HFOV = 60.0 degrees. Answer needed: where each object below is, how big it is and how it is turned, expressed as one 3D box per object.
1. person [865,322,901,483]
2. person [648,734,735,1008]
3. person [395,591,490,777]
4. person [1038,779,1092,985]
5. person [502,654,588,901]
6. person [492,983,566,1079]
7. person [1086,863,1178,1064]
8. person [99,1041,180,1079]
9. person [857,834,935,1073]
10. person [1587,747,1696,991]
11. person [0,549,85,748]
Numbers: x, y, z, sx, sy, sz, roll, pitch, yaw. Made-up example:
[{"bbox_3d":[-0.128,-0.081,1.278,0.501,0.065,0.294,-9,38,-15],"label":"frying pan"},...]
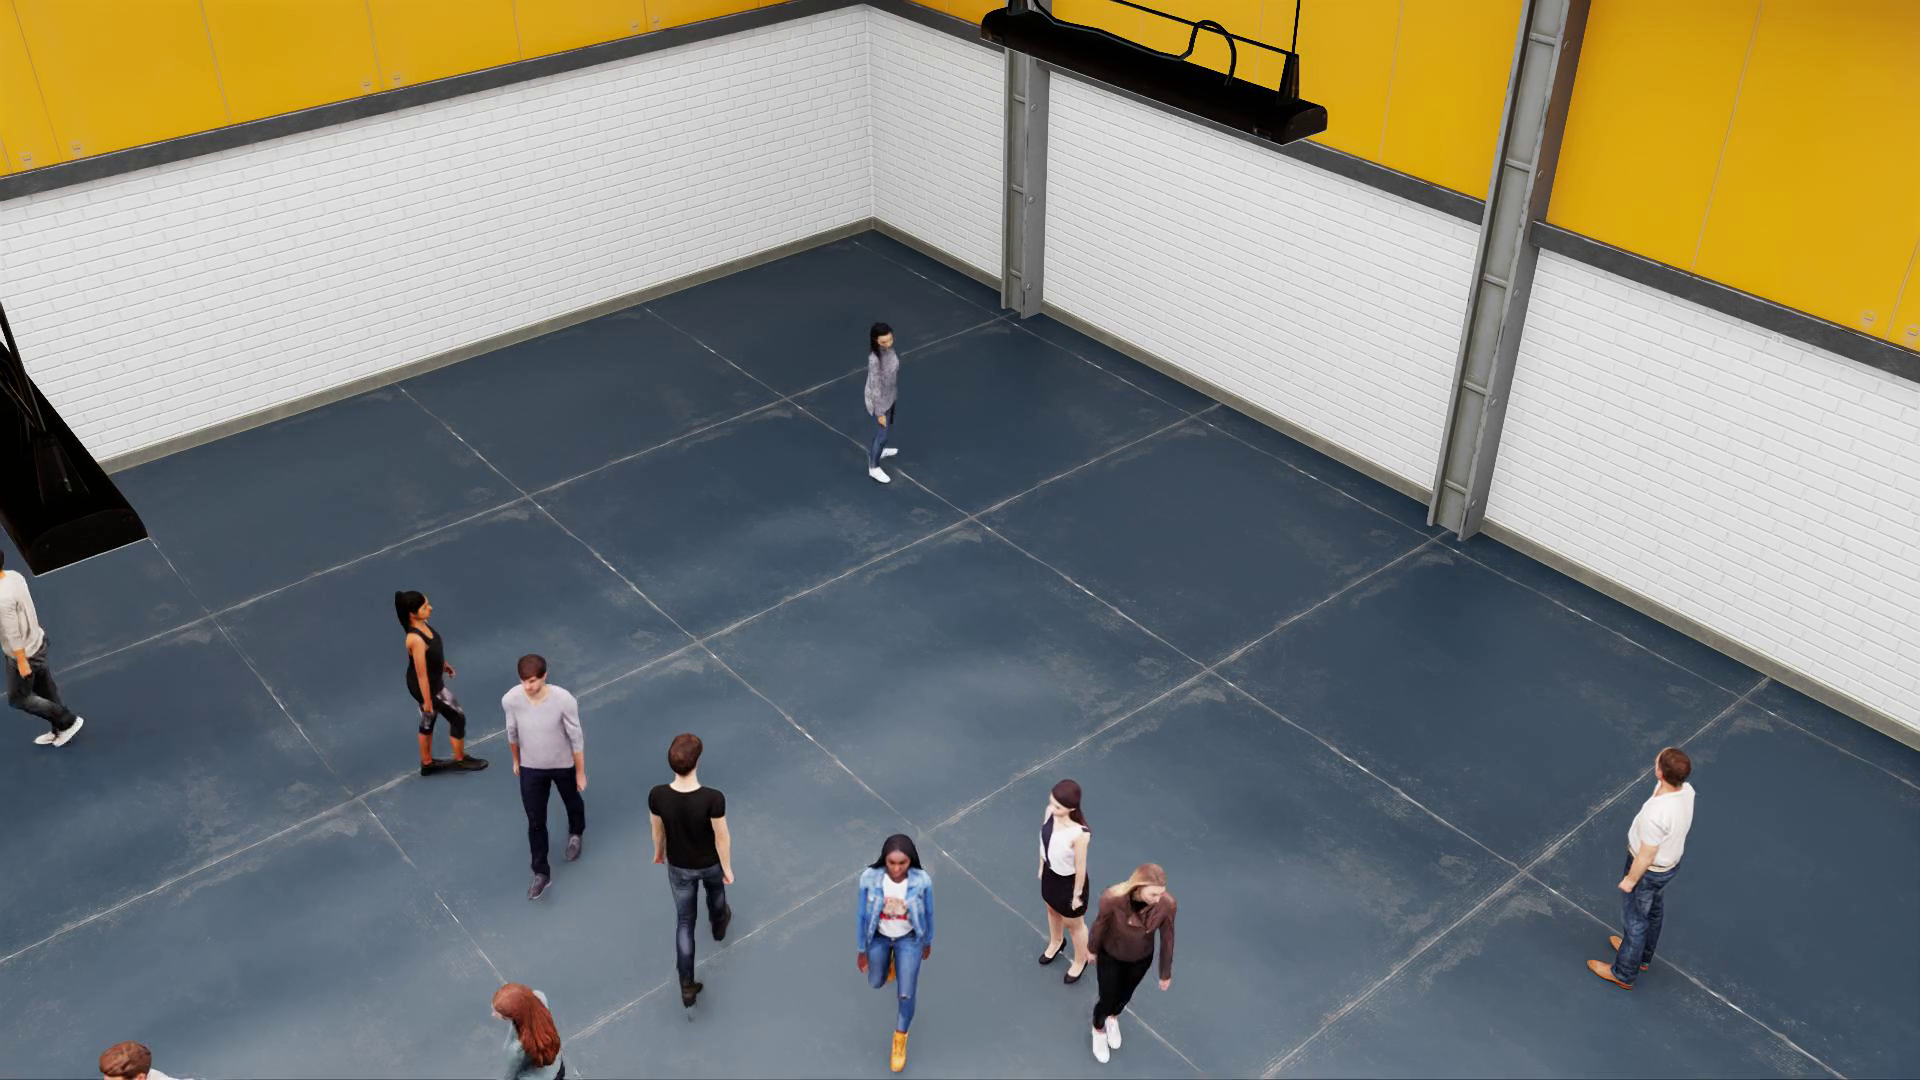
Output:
[{"bbox_3d":[-0.760,-1.330,15.672,0.892,1.694,0.906,1,34,2],"label":"person"},{"bbox_3d":[-1.682,2.076,10.395,1.183,1.862,1.278,1,34,2],"label":"person"},{"bbox_3d":[-3.953,1.068,12.106,0.769,1.648,0.746,-13,36,-19],"label":"person"},{"bbox_3d":[0.665,2.143,10.490,0.604,1.646,0.468,-23,40,-31],"label":"person"},{"bbox_3d":[-2.778,1.466,11.351,1.021,1.819,1.105,0,34,0],"label":"person"},{"bbox_3d":[-2.280,3.020,9.105,0.866,1.718,0.837,17,37,23],"label":"person"},{"bbox_3d":[0.974,2.459,9.998,0.802,1.664,0.853,4,34,6],"label":"person"},{"bbox_3d":[-3.969,3.198,8.732,1.272,1.836,1.033,17,37,24],"label":"person"},{"bbox_3d":[-0.398,2.385,10.083,0.992,1.694,1.082,0,34,0],"label":"person"},{"bbox_3d":[4.346,2.057,10.434,0.668,1.851,0.560,-28,42,-35],"label":"person"},{"bbox_3d":[-6.867,0.786,12.389,0.846,1.805,0.723,-11,35,-16],"label":"person"}]
